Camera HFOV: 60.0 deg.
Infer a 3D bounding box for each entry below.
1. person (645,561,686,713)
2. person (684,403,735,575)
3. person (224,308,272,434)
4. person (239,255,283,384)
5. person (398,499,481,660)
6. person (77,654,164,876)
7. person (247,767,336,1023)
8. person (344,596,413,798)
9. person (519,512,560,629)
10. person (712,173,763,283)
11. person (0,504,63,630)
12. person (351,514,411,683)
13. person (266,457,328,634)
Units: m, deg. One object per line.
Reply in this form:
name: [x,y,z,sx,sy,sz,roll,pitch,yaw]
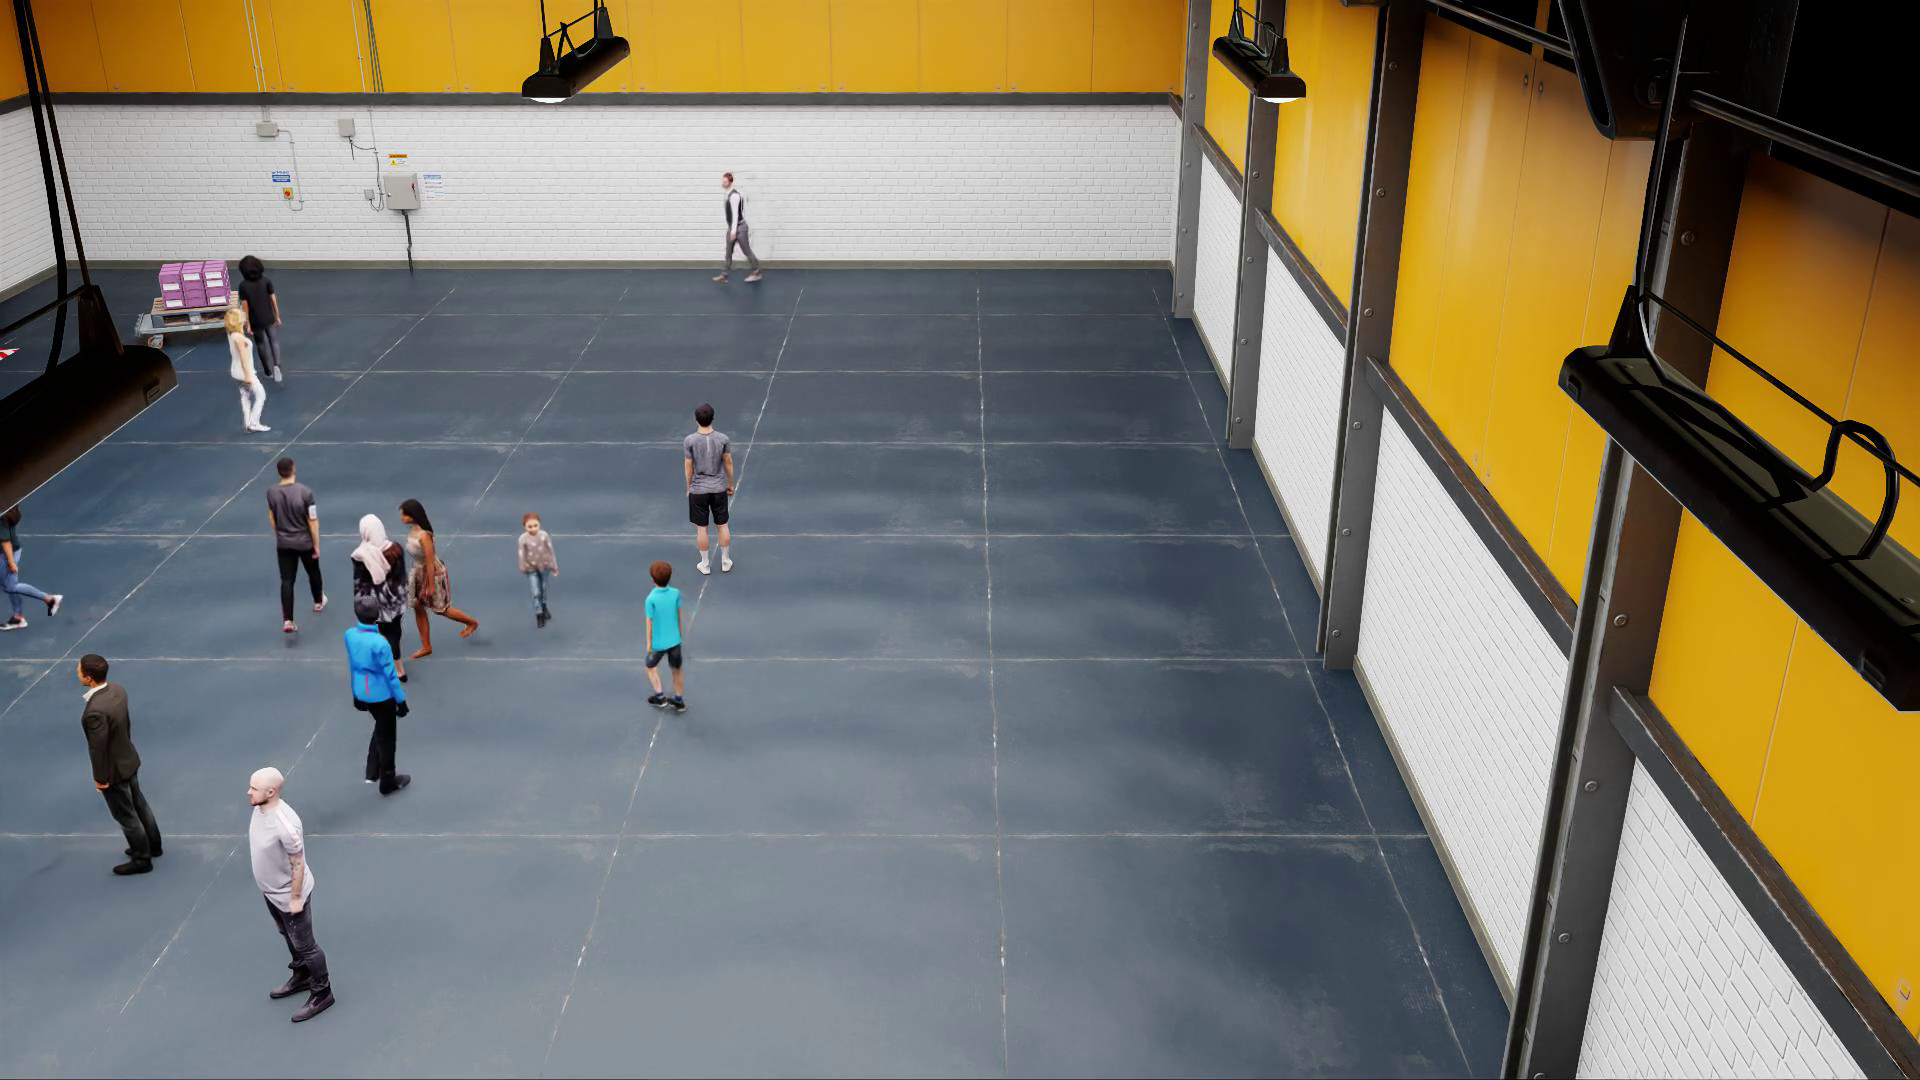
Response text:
person: [-2.588,0.888,14.780,0.682,1.438,0.740,-19,30,-37]
person: [-2.646,-0.541,17.507,0.714,1.871,0.644,-7,24,-15]
person: [-9.323,-2.163,21.480,0.787,1.661,0.709,-18,29,-35]
person: [-9.805,-3.090,23.406,0.950,1.816,1.132,-13,27,-27]
person: [-4.975,0.341,15.804,1.034,1.619,0.977,-18,29,-35]
person: [-6.345,1.674,12.529,0.775,1.800,0.527,-3,24,-8]
person: [-4.462,2.309,11.037,0.813,1.832,0.743,-20,31,-38]
person: [-4.779,1.296,13.416,0.745,1.782,0.773,13,27,27]
person: [-4.215,0.247,16.574,0.661,1.174,0.795,-11,26,-24]
person: [-3.729,-5.347,28.467,1.095,1.899,1.180,-10,25,-22]
person: [-9.267,0.125,16.321,0.821,1.602,0.873,-8,25,-18]
person: [-5.270,0.561,15.311,0.960,1.611,1.064,-17,29,-34]
person: [-6.530,0.083,16.258,0.740,1.729,1.199,-3,24,-7]
